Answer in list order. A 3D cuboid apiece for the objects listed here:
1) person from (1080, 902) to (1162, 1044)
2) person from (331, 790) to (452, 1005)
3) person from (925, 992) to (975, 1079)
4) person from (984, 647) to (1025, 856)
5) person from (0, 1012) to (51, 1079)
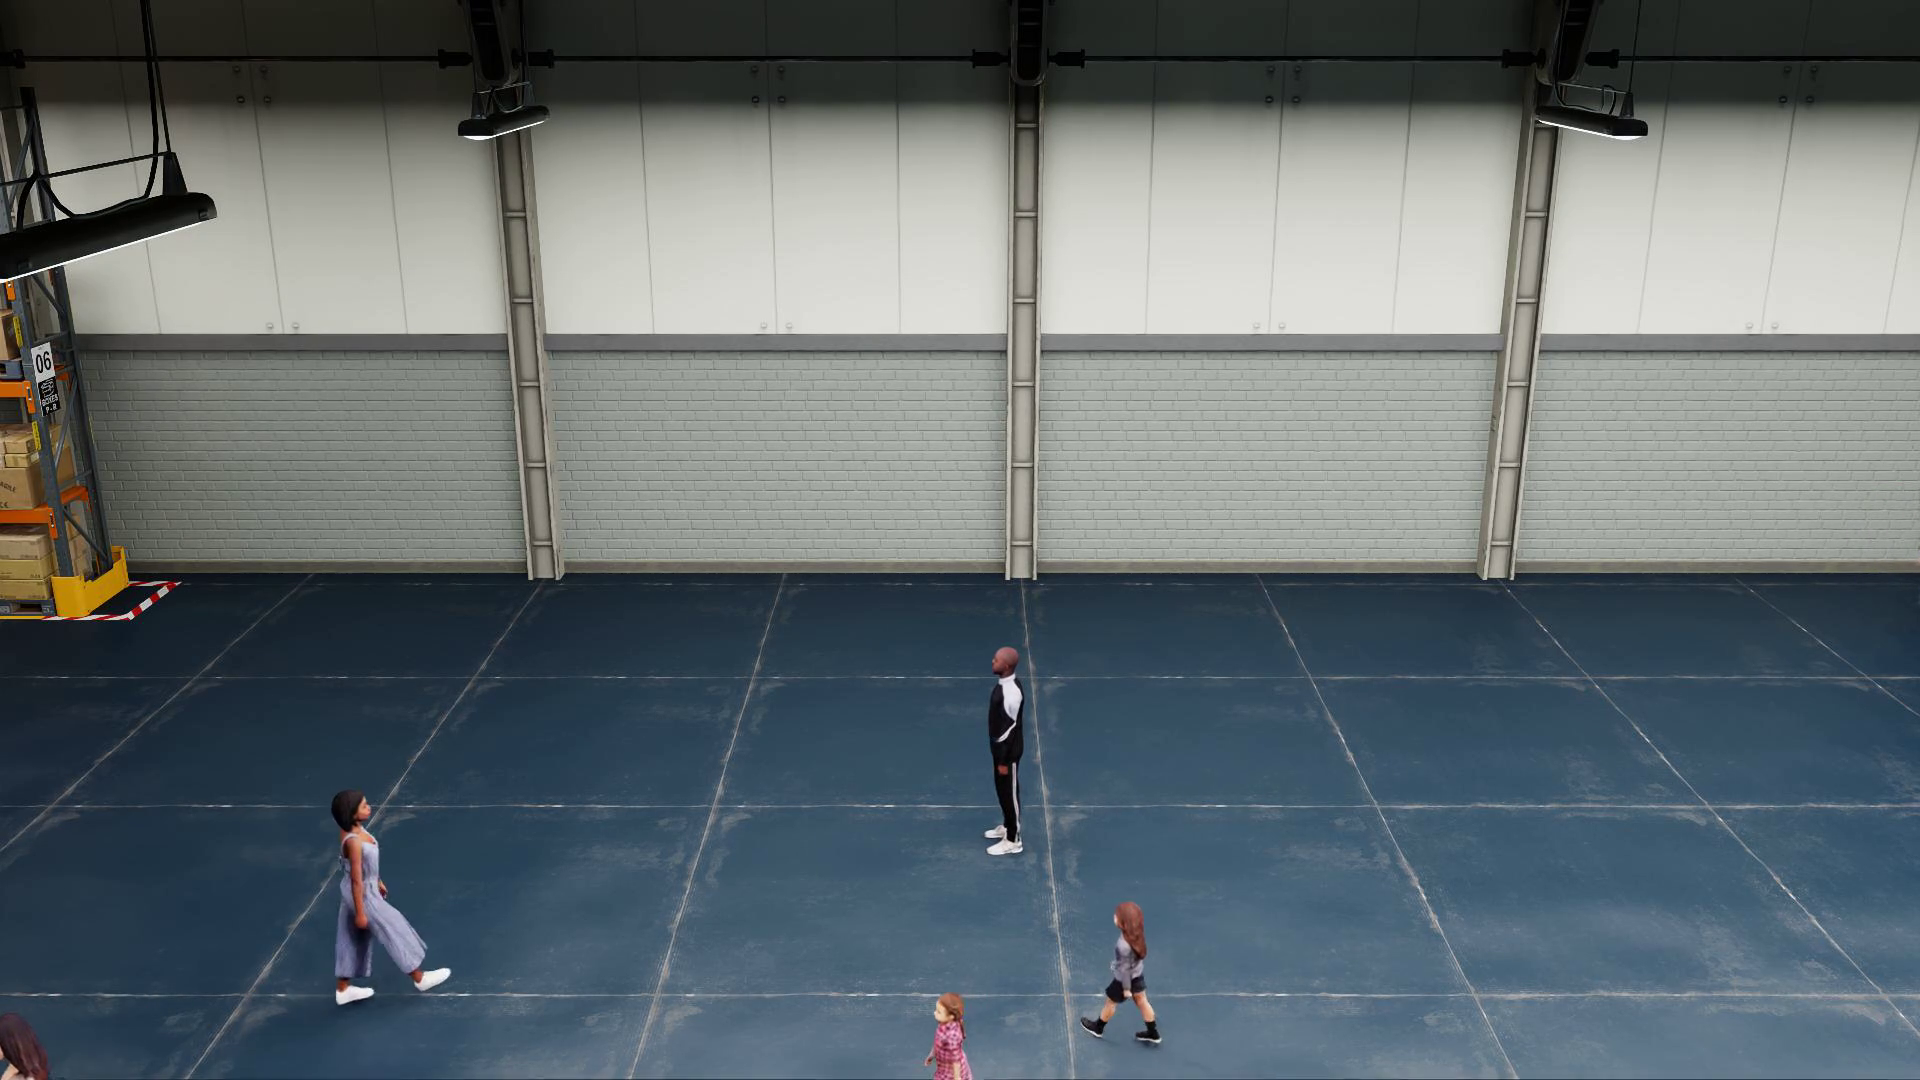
[{"bbox_3d":[1.212,3.001,11.464,0.854,1.078,0.660,7,19,21],"label":"person"},{"bbox_3d":[-4.341,2.574,11.828,1.106,1.664,0.868,-8,20,-23],"label":"person"},{"bbox_3d":[-0.011,3.330,10.576,0.741,1.001,0.451,-2,18,-5],"label":"person"},{"bbox_3d":[0.409,1.757,14.076,0.546,1.826,0.655,-1,18,-3],"label":"person"},{"bbox_3d":[-5.057,3.368,9.289,0.924,1.726,0.845,-12,21,-32],"label":"person"}]
